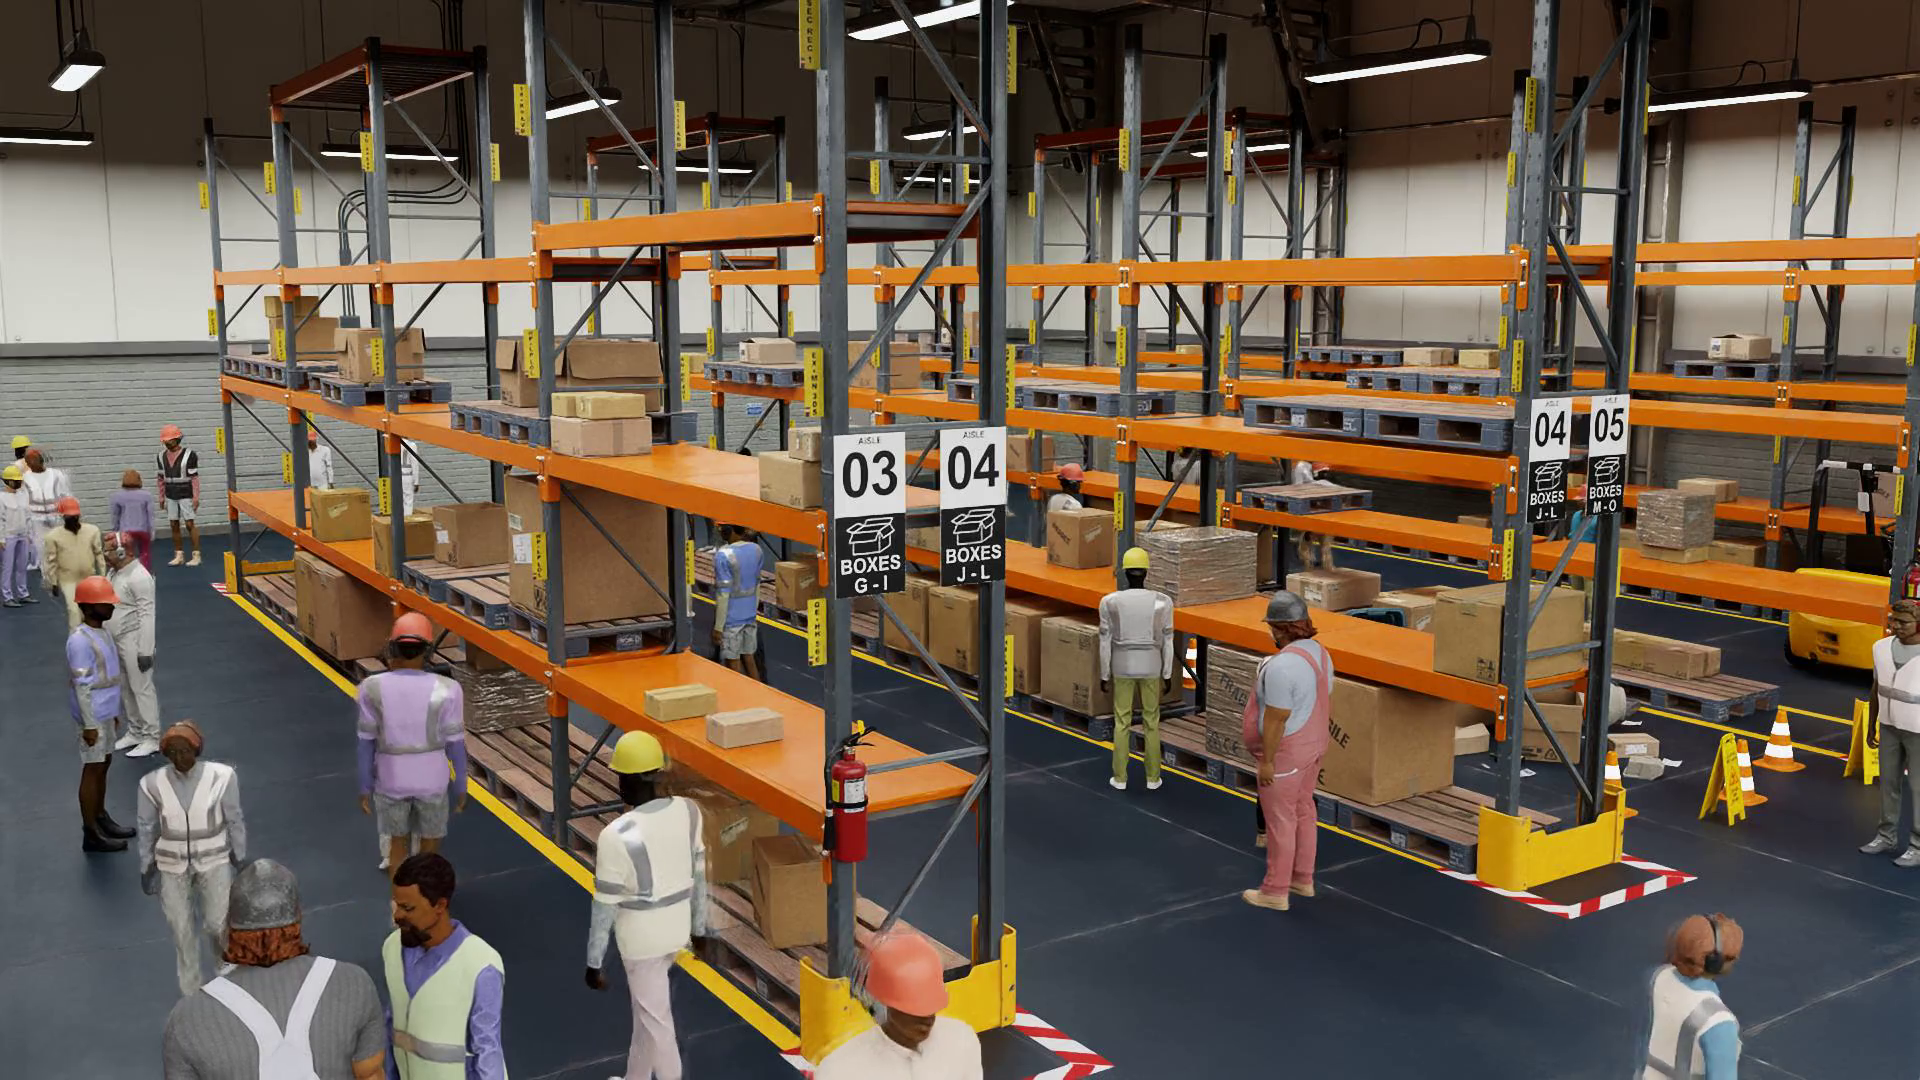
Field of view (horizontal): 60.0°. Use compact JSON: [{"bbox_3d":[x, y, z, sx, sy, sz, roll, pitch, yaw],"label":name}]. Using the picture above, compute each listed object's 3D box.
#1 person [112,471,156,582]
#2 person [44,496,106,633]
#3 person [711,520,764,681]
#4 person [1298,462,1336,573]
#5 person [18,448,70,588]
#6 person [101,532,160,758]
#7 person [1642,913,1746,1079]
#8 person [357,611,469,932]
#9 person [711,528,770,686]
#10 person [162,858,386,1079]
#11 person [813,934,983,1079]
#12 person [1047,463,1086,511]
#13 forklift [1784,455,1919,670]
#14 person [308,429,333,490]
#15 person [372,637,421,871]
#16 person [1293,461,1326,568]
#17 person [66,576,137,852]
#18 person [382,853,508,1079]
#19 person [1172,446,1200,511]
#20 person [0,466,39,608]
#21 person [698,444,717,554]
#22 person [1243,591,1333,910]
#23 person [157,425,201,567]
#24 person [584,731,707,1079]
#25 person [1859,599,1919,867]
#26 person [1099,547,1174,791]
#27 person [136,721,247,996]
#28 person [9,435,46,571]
[{"bbox_3d":[-10.716,-0.108,21.601,0.509,1.583,0.863,-4,9,-23],"label":"person"},{"bbox_3d":[-9.498,0.377,17.856,0.683,1.735,0.565,8,12,44],"label":"person"},{"bbox_3d":[-2.000,0.689,14.768,0.379,2.044,0.607,4,10,27],"label":"person"},{"bbox_3d":[4.634,-0.199,21.712,0.593,1.725,0.664,-6,10,-33],"label":"person"},{"bbox_3d":[-11.970,-0.291,21.920,0.737,1.864,0.374,-5,10,-29],"label":"person"},{"bbox_3d":[-7.006,0.877,14.006,0.713,1.895,0.393,8,12,42],"label":"person"},{"bbox_3d":[2.643,2.180,6.246,0.499,1.628,0.521,0,9,-2],"label":"person"},{"bbox_3d":[-3.240,1.429,9.893,0.645,2.023,0.435,-1,9,-4],"label":"person"},{"bbox_3d":[-2.120,0.630,15.942,0.527,1.820,1.006,-8,12,-44],"label":"person"},{"bbox_3d":[-2.311,2.063,5.629,0.688,2.000,0.536,-6,10,-34],"label":"person"},{"bbox_3d":[-0.225,2.150,5.384,0.618,1.950,1.028,-6,11,-36],"label":"person"},{"bbox_3d":[1.189,0.168,18.287,0.413,2.035,0.605,-4,9,-25],"label":"person"},{"bbox_3d":[9.643,0.253,17.172,2.313,2.155,1.214,-6,10,-33],"label":"forklift"},{"bbox_3d":[-10.325,-0.936,26.596,0.575,1.739,0.349,-3,9,-21],"label":"person"},{"bbox_3d":[-3.714,1.447,11.101,0.525,1.623,0.462,-5,10,-30],"label":"person"},{"bbox_3d":[4.964,-0.527,23.595,0.610,1.819,0.568,-6,11,-37],"label":"person"},{"bbox_3d":[-6.024,1.206,11.676,0.379,1.937,0.548,-2,9,-11],"label":"person"},{"bbox_3d":[-1.870,2.058,6.105,0.589,1.910,0.362,6,10,34],"label":"person"},{"bbox_3d":[3.209,-0.525,23.514,0.518,1.851,0.771,-6,10,-35],"label":"person"},{"bbox_3d":[-11.690,-0.043,20.597,0.340,1.758,0.523,2,9,16],"label":"person"},{"bbox_3d":[-3.753,-0.616,24.844,0.272,1.627,0.502,-6,10,-33],"label":"person"},{"bbox_3d":[2.068,1.313,10.618,0.535,2.000,0.686,7,11,37],"label":"person"},{"bbox_3d":[-11.072,-0.618,23.535,0.612,2.029,0.409,1,9,8],"label":"person"},{"bbox_3d":[-1.534,1.812,7.730,0.778,1.901,0.613,5,10,32],"label":"person"},{"bbox_3d":[6.482,1.304,11.378,0.389,1.837,0.560,-4,9,-23],"label":"person"},{"bbox_3d":[1.373,1.013,12.998,0.587,1.926,0.368,0,9,2],"label":"person"},{"bbox_3d":[-4.139,1.766,8.963,0.545,1.622,0.369,-2,9,-14],"label":"person"},{"bbox_3d":[-12.961,-0.507,23.150,0.442,1.909,0.596,3,9,19],"label":"person"}]
